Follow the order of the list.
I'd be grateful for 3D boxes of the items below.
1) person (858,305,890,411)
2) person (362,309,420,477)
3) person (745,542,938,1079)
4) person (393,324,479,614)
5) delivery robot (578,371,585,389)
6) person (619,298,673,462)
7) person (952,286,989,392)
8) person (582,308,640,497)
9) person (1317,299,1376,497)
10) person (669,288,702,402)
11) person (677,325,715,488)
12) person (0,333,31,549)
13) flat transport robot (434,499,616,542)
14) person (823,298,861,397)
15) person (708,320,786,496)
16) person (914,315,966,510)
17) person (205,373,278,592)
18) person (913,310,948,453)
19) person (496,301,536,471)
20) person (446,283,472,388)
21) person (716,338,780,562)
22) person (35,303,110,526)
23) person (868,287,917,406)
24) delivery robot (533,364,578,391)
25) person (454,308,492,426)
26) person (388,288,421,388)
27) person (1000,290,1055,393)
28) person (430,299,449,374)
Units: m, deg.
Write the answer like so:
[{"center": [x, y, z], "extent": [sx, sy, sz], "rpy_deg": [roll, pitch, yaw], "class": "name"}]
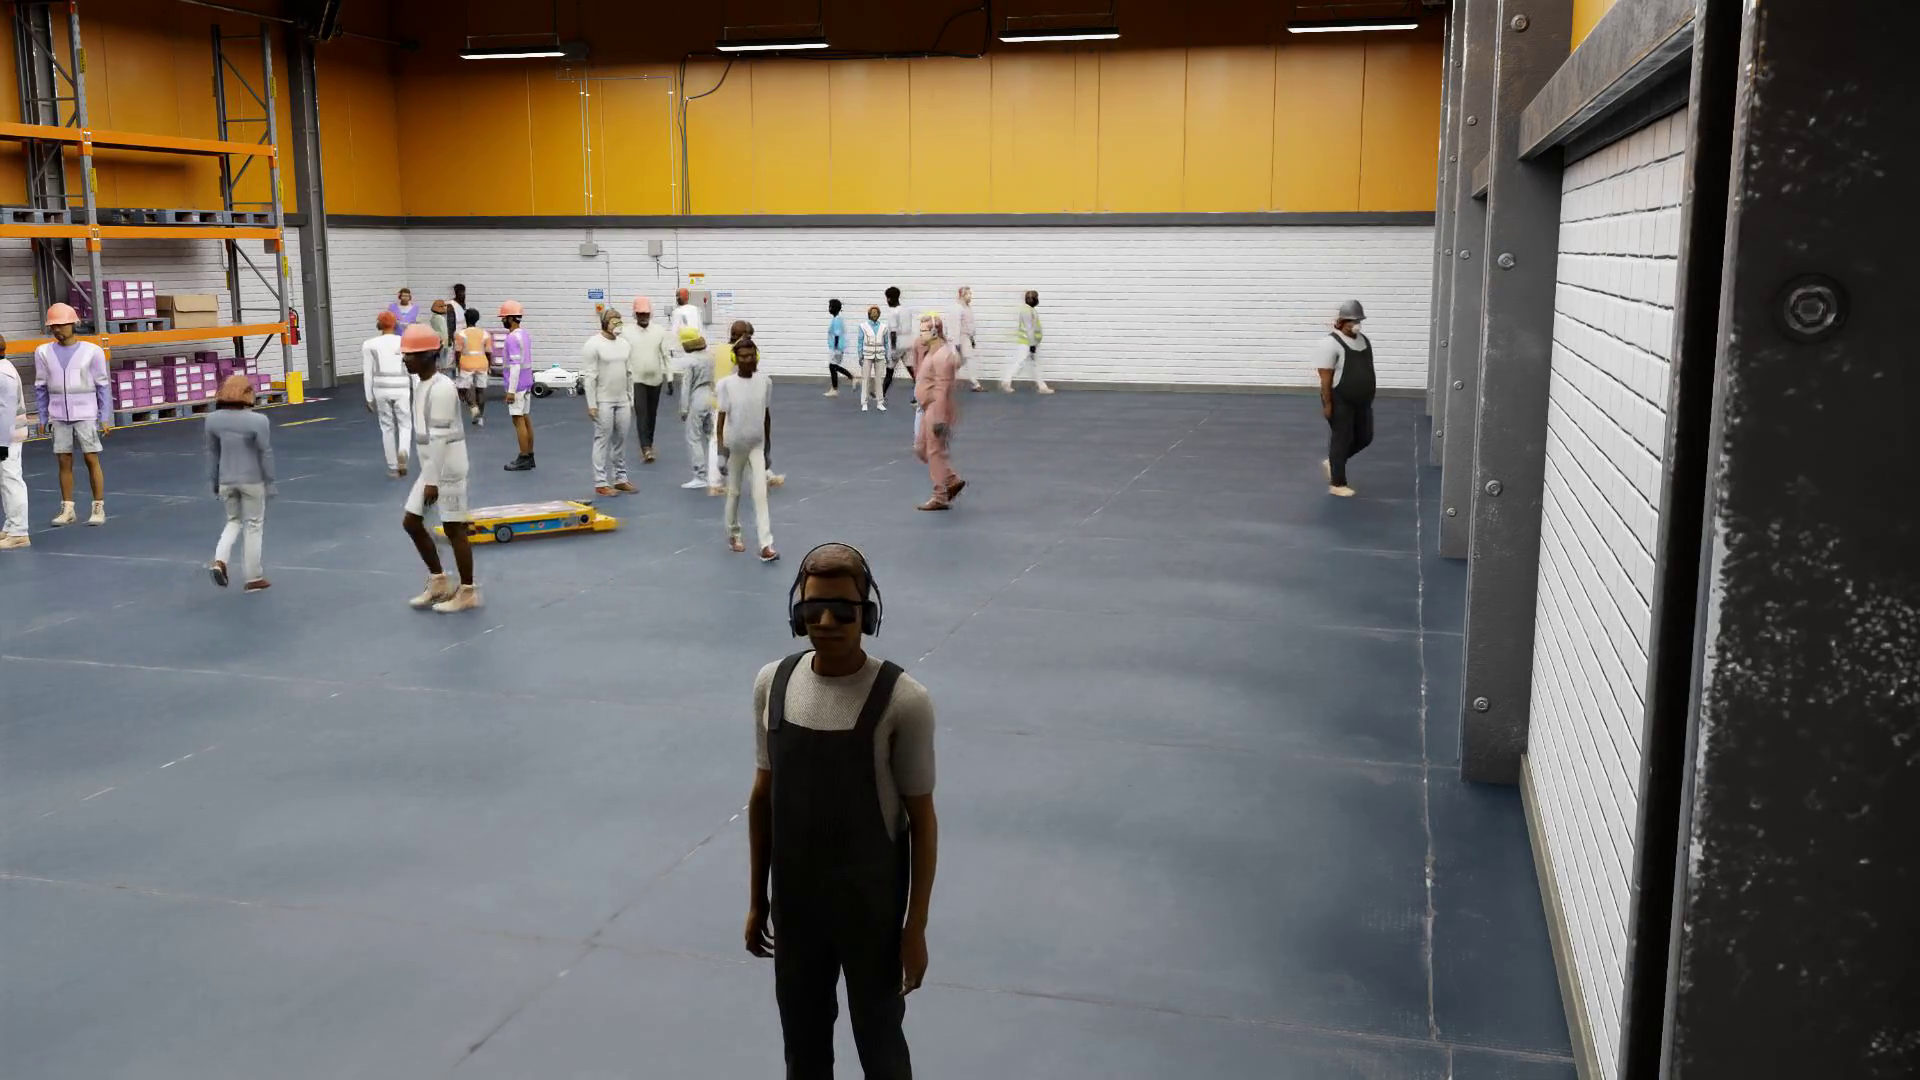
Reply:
[{"center": [-1.342, -2.826, 25.883], "extent": [0.514, 1.642, 0.311], "rpy_deg": [-3, 11, -17], "class": "person"}, {"center": [-6.231, -1.592, 18.251], "extent": [0.592, 1.869, 0.642], "rpy_deg": [-4, 11, -19], "class": "person"}, {"center": [-0.307, 0.916, 4.114], "extent": [0.513, 1.846, 0.334], "rpy_deg": [5, 11, 25], "class": "person"}, {"center": [-3.637, -0.471, 11.478], "extent": [0.588, 2.020, 0.624], "rpy_deg": [-7, 12, -34], "class": "person"}, {"center": [-6.255, -2.837, 28.754], "extent": [0.477, 0.478, 0.707], "rpy_deg": [6, 12, 31], "class": "delivery robot"}, {"center": [-3.754, -1.921, 19.919], "extent": [0.637, 1.940, 1.014], "rpy_deg": [-4, 11, -20], "class": "person"}, {"center": [0.038, -3.542, 29.308], "extent": [0.915, 1.878, 0.656], "rpy_deg": [2, 10, 10], "class": "person"}, {"center": [-3.575, -1.408, 17.049], "extent": [0.367, 1.932, 0.631], "rpy_deg": [7, 12, 35], "class": "person"}, {"center": [3.961, -1.466, 17.054], "extent": [0.698, 2.000, 0.618], "rpy_deg": [-7, 12, -34], "class": "person"}, {"center": [-4.545, -3.180, 27.213], "extent": [0.547, 1.874, 0.616], "rpy_deg": [7, 12, 35], "class": "person"}, {"center": [-2.774, -1.424, 17.722], "extent": [0.351, 1.727, 0.570], "rpy_deg": [5, 11, 27], "class": "person"}, {"center": [-8.159, -0.851, 14.131], "extent": [0.430, 1.845, 0.619], "rpy_deg": [-6, 12, -32], "class": "person"}, {"center": [-3.854, -0.177, 14.759], "extent": [1.431, 0.197, 0.652], "rpy_deg": [-7, 12, -35], "class": "flat transport robot"}, {"center": [-2.025, -3.271, 28.274], "extent": [0.540, 1.682, 0.538], "rpy_deg": [1, 10, 3], "class": "person"}, {"center": [-2.255, -1.358, 17.142], "extent": [0.651, 1.782, 0.960], "rpy_deg": [9, 13, 41], "class": "person"}, {"center": [-0.235, -1.220, 16.069], "extent": [0.445, 1.889, 0.667], "rpy_deg": [-1, 10, -6], "class": "person"}, {"center": [-5.301, -0.409, 12.247], "extent": [0.498, 1.625, 0.410], "rpy_deg": [2, 10, 9], "class": "person"}, {"center": [-0.367, -1.960, 20.625], "extent": [0.329, 1.767, 0.529], "rpy_deg": [-8, 13, -38], "class": "person"}, {"center": [-5.081, -1.759, 19.003], "extent": [0.364, 1.935, 0.553], "rpy_deg": [0, 10, 2], "class": "person"}, {"center": [-8.969, -3.644, 29.797], "extent": [0.460, 1.894, 0.609], "rpy_deg": [1, 10, 7], "class": "person"}, {"center": [-1.758, -0.746, 13.613], "extent": [0.534, 1.811, 1.008], "rpy_deg": [-5, 11, -25], "class": "person"}, {"center": [-8.088, -1.132, 15.156], "extent": [0.615, 2.040, 0.391], "rpy_deg": [-1, 10, -7], "class": "person"}, {"center": [-1.009, -3.111, 26.754], "extent": [1.050, 1.888, 0.644], "rpy_deg": [8, 13, 38], "class": "person"}, {"center": [-6.853, -2.741, 28.209], "extent": [0.707, 0.478, 0.477], "rpy_deg": [0, 10, 1], "class": "delivery robot"}, {"center": [-6.859, -2.429, 23.506], "extent": [0.545, 1.682, 0.418], "rpy_deg": [-8, 12, -37], "class": "person"}, {"center": [-9.930, -3.596, 29.790], "extent": [0.577, 1.793, 0.920], "rpy_deg": [-4, 11, -19], "class": "person"}, {"center": [1.158, -3.435, 28.879], "extent": [0.911, 1.814, 0.626], "rpy_deg": [2, 10, 11], "class": "person"}, {"center": [-9.030, -3.362, 28.935], "extent": [0.279, 1.634, 0.497], "rpy_deg": [-8, 13, -39], "class": "person"}]
